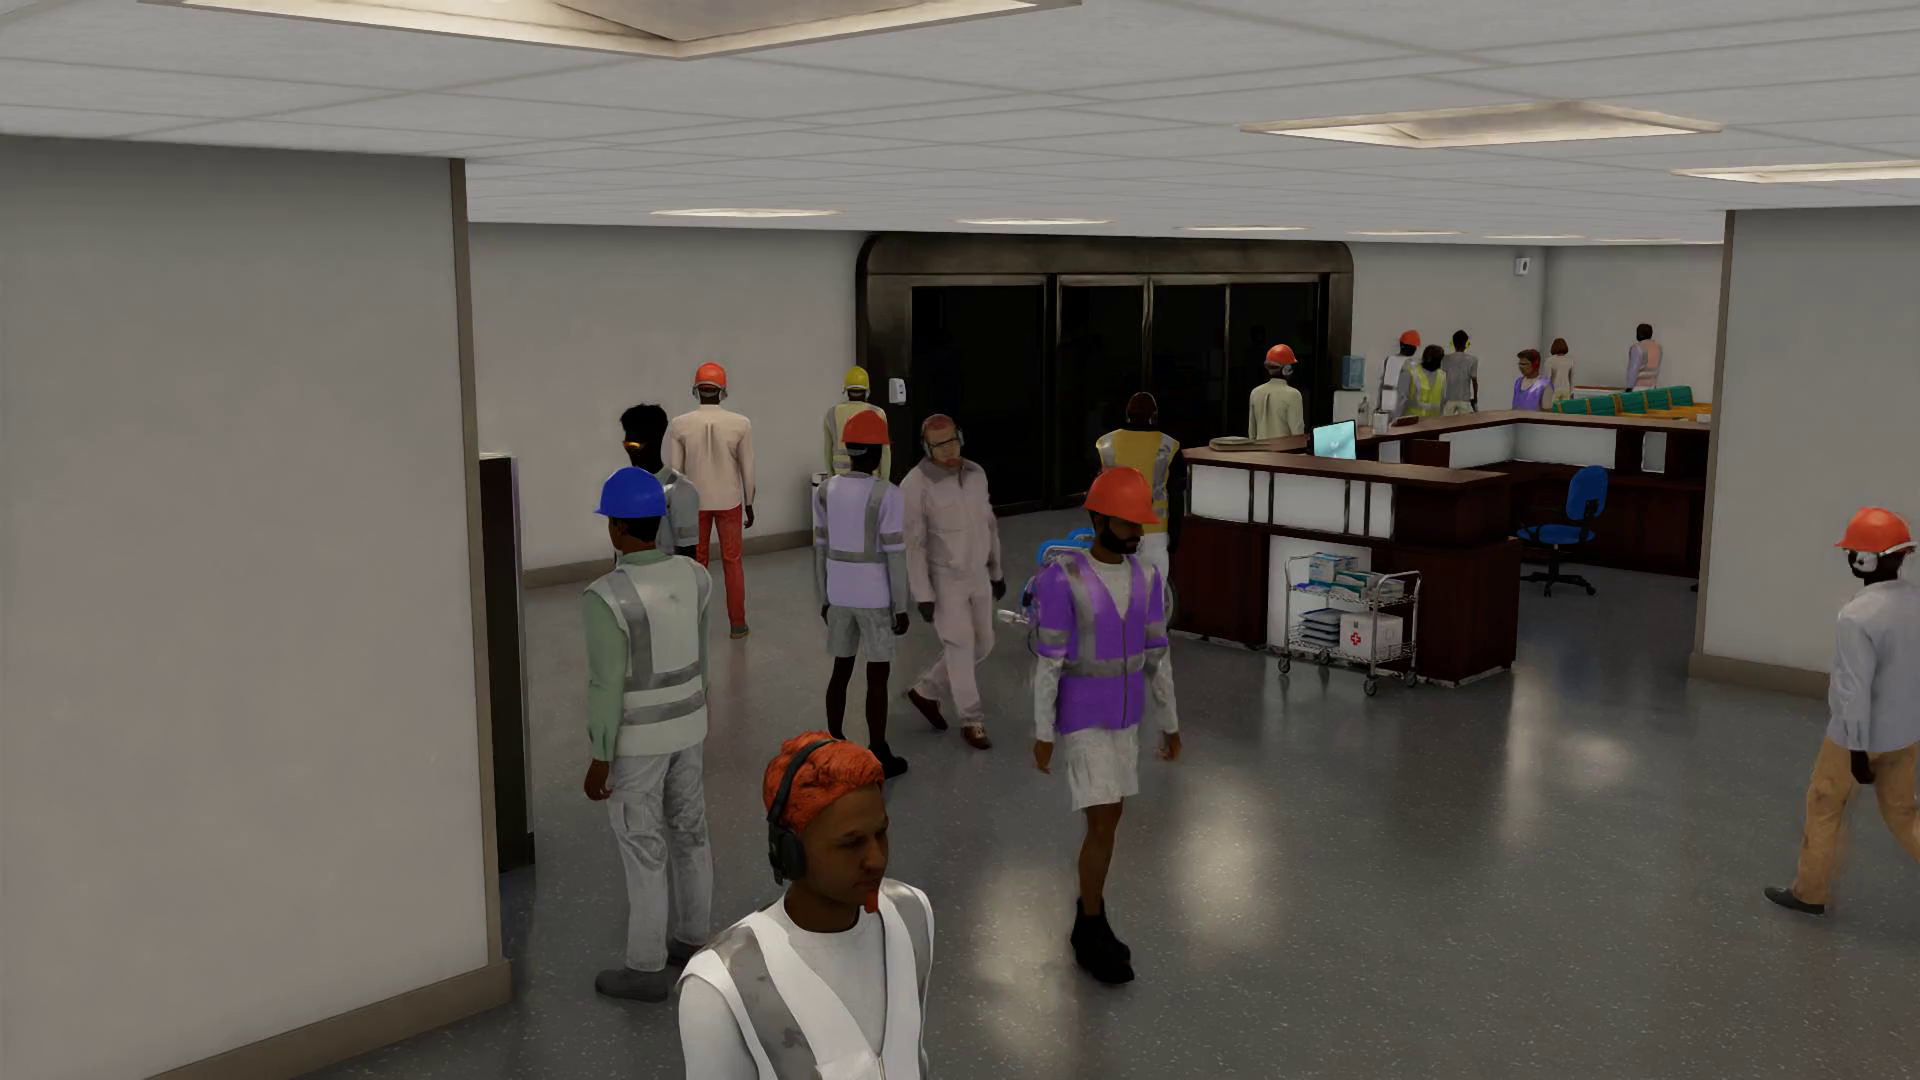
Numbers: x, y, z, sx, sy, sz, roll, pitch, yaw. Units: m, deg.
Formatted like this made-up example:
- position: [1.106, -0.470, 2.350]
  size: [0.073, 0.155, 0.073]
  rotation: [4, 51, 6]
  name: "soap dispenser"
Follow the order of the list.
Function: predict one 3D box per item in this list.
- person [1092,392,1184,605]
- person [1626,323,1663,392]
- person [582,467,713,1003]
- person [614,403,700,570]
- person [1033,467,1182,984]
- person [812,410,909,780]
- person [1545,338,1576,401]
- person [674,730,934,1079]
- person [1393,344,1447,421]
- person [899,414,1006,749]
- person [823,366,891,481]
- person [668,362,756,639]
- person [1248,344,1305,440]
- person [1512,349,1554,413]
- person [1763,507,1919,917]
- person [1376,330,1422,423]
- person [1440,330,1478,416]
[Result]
- position: [1.203, -0.082, 11.256]
  size: [0.625, 1.838, 0.430]
  rotation: [2, 10, 14]
  name: "person"
- position: [10.255, -2.333, 25.026]
  size: [0.633, 1.841, 0.429]
  rotation: [-5, 11, -30]
  name: "person"
- position: [-1.142, 0.705, 6.065]
  size: [0.400, 1.949, 0.605]
  rotation: [6, 11, 32]
  name: "person"
- position: [-1.628, 0.256, 8.765]
  size: [0.605, 1.966, 0.367]
  rotation: [7, 12, 38]
  name: "person"
- position: [0.615, 0.688, 6.230]
  size: [0.580, 1.922, 0.602]
  rotation: [-7, 12, -36]
  name: "person"
- position: [-0.502, 0.286, 8.706]
  size: [0.549, 1.929, 0.384]
  rotation: [6, 11, 33]
  name: "person"
- position: [8.907, -2.187, 24.772]
  size: [0.498, 1.632, 0.285]
  rotation: [-2, 9, -11]
  name: "person"
- position: [-0.226, 1.255, 2.895]
  size: [0.355, 1.883, 0.575]
  rotation: [7, 11, 36]
  name: "person"
- position: [5.238, -1.353, 19.138]
  size: [0.699, 1.806, 0.691]
  rotation: [-3, 10, -20]
  name: "person"
- position: [-0.046, 0.219, 9.314]
  size: [0.622, 1.867, 0.704]
  rotation: [8, 12, 41]
  name: "person"
- position: [-0.857, -0.556, 14.138]
  size: [0.594, 1.837, 0.404]
  rotation: [3, 10, 18]
  name: "person"
- position: [-1.766, -0.270, 11.901]
  size: [0.617, 1.994, 0.381]
  rotation: [-1, 9, -7]
  name: "person"
- position: [2.807, -0.724, 14.676]
  size: [0.374, 1.997, 0.608]
  rotation: [-7, 11, -36]
  name: "person"
- position: [5.900, -1.057, 17.215]
  size: [0.389, 1.837, 0.563]
  rotation: [-3, 10, -17]
  name: "person"
- position: [3.683, 0.733, 6.595]
  size: [0.557, 1.724, 0.782]
  rotation: [-4, 10, -25]
  name: "person"
- position: [5.404, -1.667, 20.759]
  size: [0.686, 1.910, 0.585]
  rotation: [-6, 11, -31]
  name: "person"
- position: [6.456, -1.786, 21.594]
  size: [0.537, 1.866, 0.314]
  rotation: [4, 10, 22]
  name: "person"
